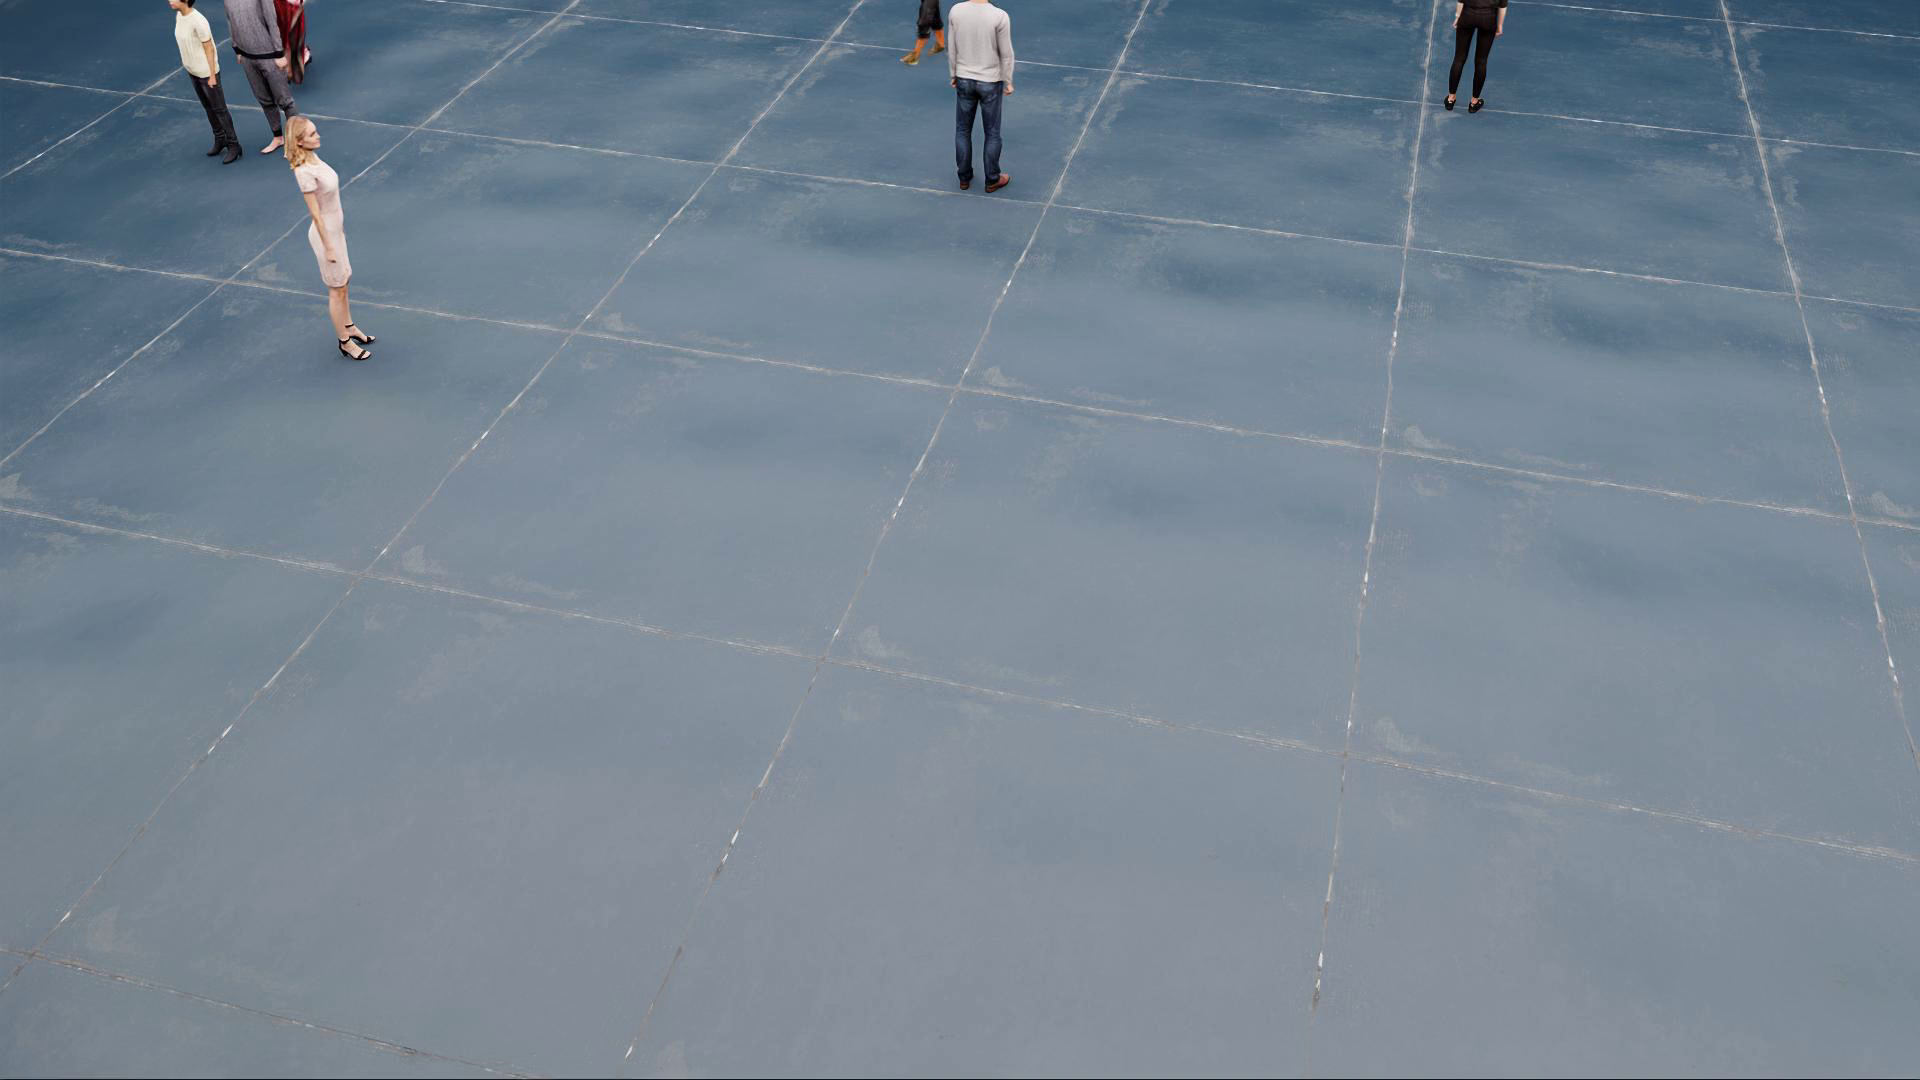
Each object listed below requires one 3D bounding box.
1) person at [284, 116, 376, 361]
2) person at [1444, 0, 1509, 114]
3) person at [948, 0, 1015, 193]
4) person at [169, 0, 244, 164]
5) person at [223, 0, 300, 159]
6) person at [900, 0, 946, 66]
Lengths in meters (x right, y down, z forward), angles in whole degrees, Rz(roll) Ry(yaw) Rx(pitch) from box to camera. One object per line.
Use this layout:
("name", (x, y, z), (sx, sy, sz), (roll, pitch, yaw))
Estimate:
("person", (-4.495, -2.143, 11.811), (0.697, 1.831, 0.561), (-4, 38, -6))
("person", (4.763, -4.789, 15.288), (0.617, 1.713, 0.546), (13, 40, 17))
("person", (0.166, -3.844, 13.919), (0.743, 1.911, 0.643), (13, 40, 16))
("person", (-6.592, -4.085, 14.489), (0.657, 1.588, 0.629), (28, 46, 31))
("person", (-6.094, -4.267, 14.520), (0.665, 1.838, 0.535), (11, 39, 13))
("person", (-0.244, -5.516, 16.442), (0.996, 1.435, 0.890), (-27, 45, -30))
